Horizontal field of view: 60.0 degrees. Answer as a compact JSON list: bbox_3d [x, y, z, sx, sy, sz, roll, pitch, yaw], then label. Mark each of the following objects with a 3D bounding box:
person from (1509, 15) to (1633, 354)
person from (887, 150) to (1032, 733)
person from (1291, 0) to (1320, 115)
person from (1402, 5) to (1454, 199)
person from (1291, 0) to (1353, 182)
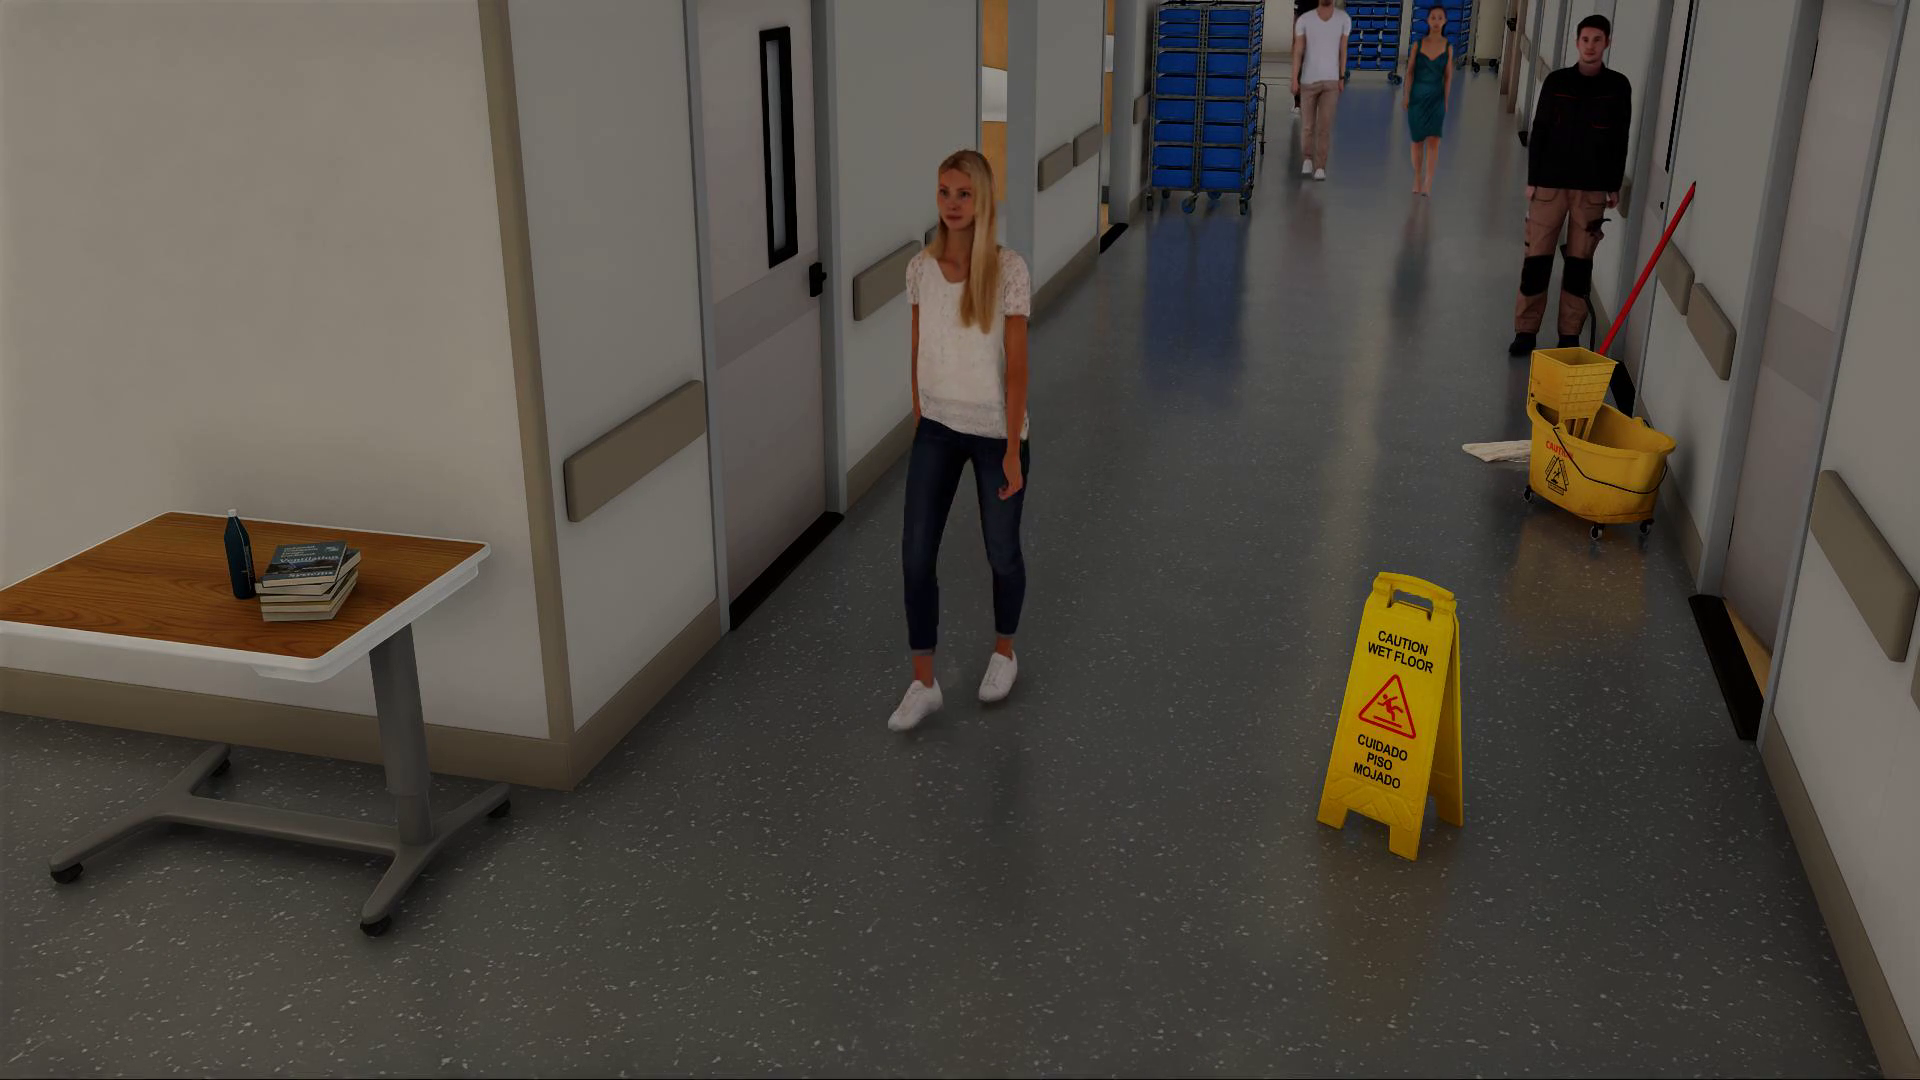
[{"bbox_3d":[3.531,-2.028,9.592,0.702,1.925,0.612,7,22,18],"label":"person"},{"bbox_3d":[0.079,-0.318,5.278,0.682,1.784,0.885,8,22,20],"label":"person"},{"bbox_3d":[4.476,-6.365,21.326,0.630,1.725,0.609,3,21,9],"label":"person"},{"bbox_3d":[4.203,-3.933,14.999,0.563,1.659,0.875,7,22,17],"label":"person"},{"bbox_3d":[3.425,-4.369,15.903,0.769,1.833,1.218,3,21,9],"label":"person"}]
